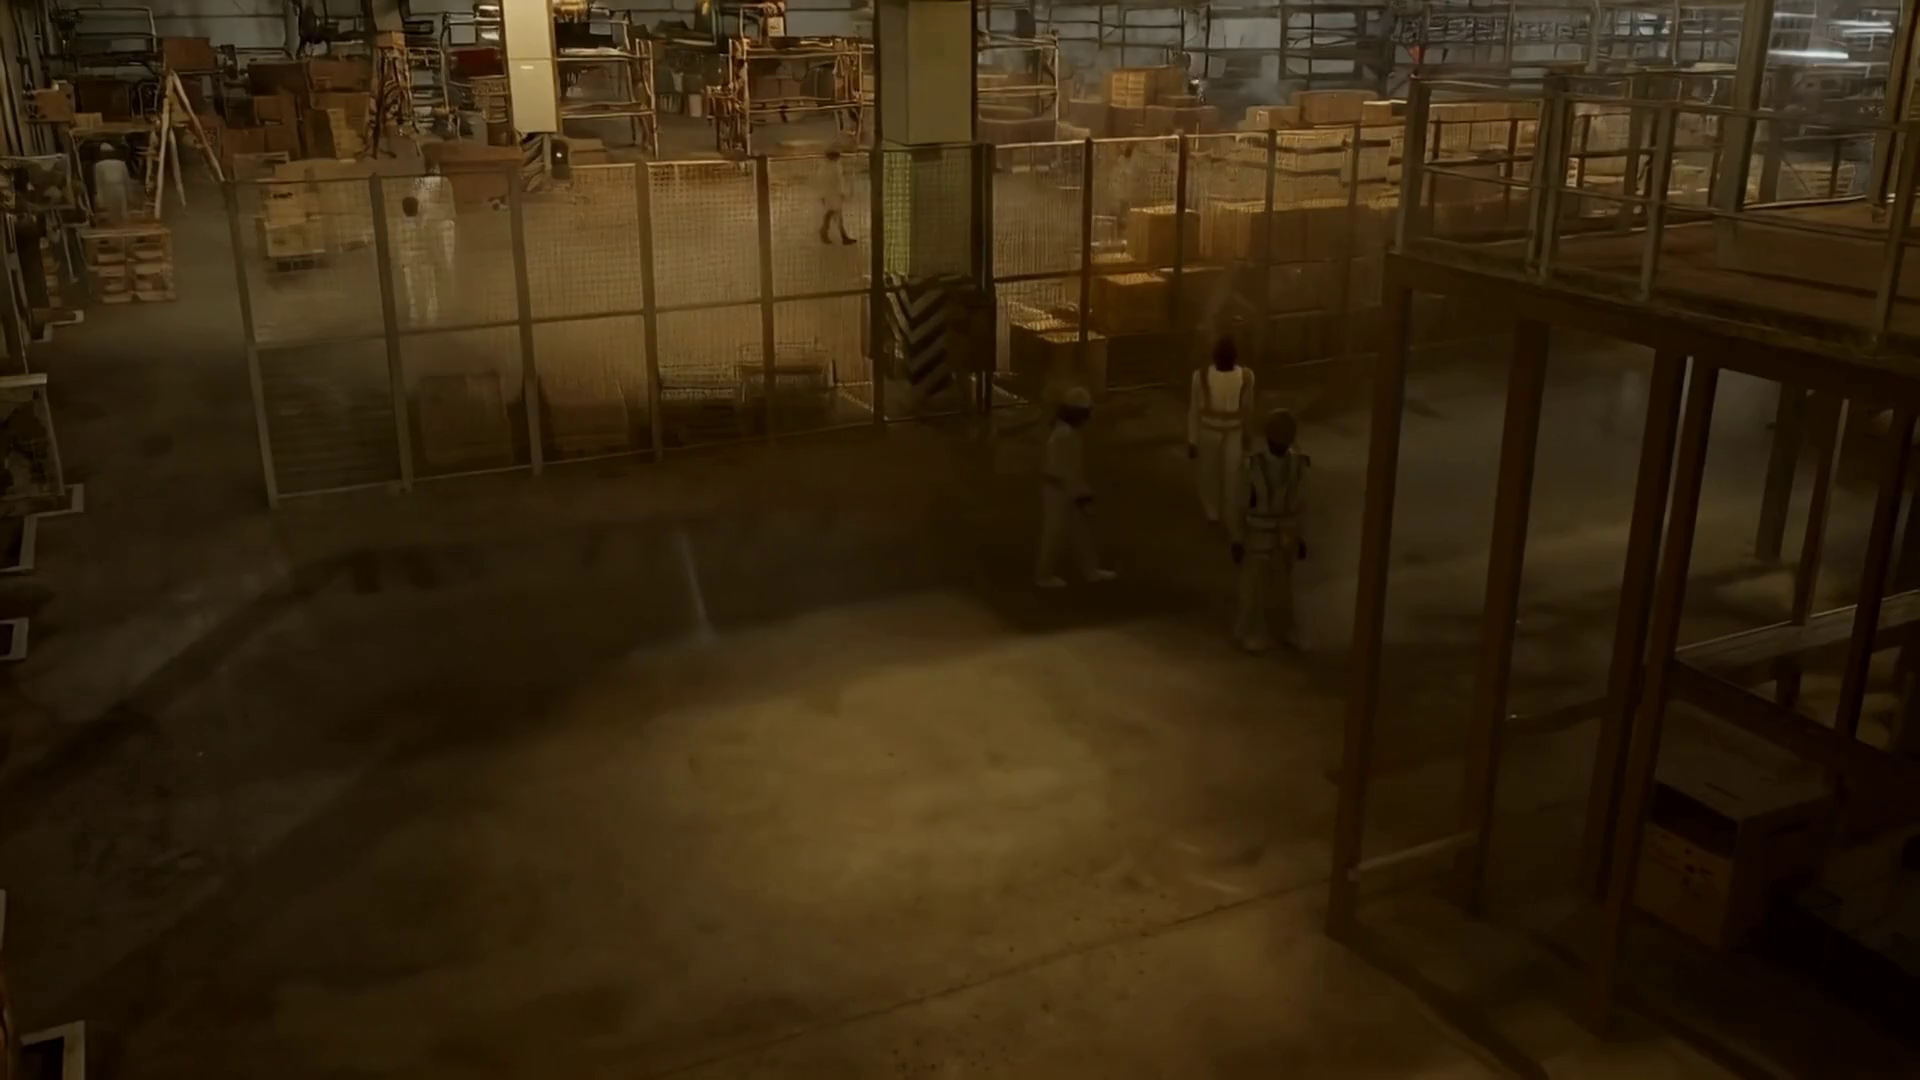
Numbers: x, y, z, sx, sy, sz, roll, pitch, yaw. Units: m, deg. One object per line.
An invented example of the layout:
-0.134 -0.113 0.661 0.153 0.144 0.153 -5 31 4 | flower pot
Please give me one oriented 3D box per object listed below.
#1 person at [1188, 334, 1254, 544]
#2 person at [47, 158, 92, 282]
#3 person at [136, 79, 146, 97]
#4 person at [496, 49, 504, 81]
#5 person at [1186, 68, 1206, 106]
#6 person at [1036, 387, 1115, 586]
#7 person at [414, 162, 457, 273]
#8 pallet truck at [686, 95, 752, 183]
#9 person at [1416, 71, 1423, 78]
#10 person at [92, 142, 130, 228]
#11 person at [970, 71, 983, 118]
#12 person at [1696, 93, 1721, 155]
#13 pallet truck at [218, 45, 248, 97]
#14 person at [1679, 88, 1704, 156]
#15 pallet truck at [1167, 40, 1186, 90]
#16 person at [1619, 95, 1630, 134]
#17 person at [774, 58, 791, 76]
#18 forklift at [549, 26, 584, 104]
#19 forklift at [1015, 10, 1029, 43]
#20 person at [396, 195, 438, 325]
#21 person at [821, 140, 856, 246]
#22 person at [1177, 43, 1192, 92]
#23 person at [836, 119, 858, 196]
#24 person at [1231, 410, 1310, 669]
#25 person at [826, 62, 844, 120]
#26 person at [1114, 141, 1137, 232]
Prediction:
2.323 -0.888 14.785 0.596 1.851 0.792 0 19 0 | person
-14.482 -5.217 27.130 0.613 1.995 0.384 -18 26 -41 | person
-25.209 -13.414 51.448 0.517 1.633 0.313 8 21 22 | person
-17.647 -18.031 64.440 0.657 1.879 1.032 14 23 35 | person
7.188 -13.387 50.743 0.663 2.000 0.691 -8 20 -21 | person
0.978 -0.414 13.629 0.765 1.712 0.489 4 19 12 | person
-8.781 -5.408 27.915 0.625 1.844 0.429 -6 20 -16 | person
-5.836 -9.608 39.856 0.823 1.965 1.885 10 22 27 | pallet truck
14.231 -13.514 51.387 0.882 1.887 0.631 8 21 23 | person
-15.634 -6.383 30.693 0.604 1.869 1.012 -13 23 -34 | person
0.528 -14.828 55.568 0.593 1.622 0.511 -4 19 -11 | person
20.491 -11.313 45.280 0.554 1.673 0.568 -12 22 -30 | person
-28.879 -18.665 66.111 0.823 1.965 1.885 -3 19 -9 | pallet truck
19.939 -11.416 45.380 0.603 1.807 0.711 6 20 17 | person
9.045 -19.971 69.895 0.823 1.965 1.885 -3 19 -8 | pallet truck
16.722 -10.328 42.192 0.526 1.841 0.909 -5 20 -14 | person
-6.189 -15.947 58.404 0.640 1.880 1.030 3 19 8 | person
-15.198 -17.705 61.995 1.873 2.768 1.129 -9 21 -25 | forklift
3.109 -25.454 84.456 1.873 2.768 1.129 -9 21 -25 | forklift
-7.798 -4.016 23.880 0.626 1.843 0.430 5 20 15 | person
-2.222 -6.374 30.612 0.859 1.904 0.577 7 20 19 | person
9.047 -18.995 67.073 0.619 1.990 0.395 5 20 14 | person
-2.540 -8.610 37.433 0.533 1.690 0.321 4 19 12 | person
2.265 -0.016 12.137 0.602 1.939 0.401 -6 20 -18 | person
-4.188 -15.027 55.692 0.597 1.908 0.447 -15 24 -37 | person
3.017 -6.348 30.555 0.381 1.924 0.761 10 22 28 | person
